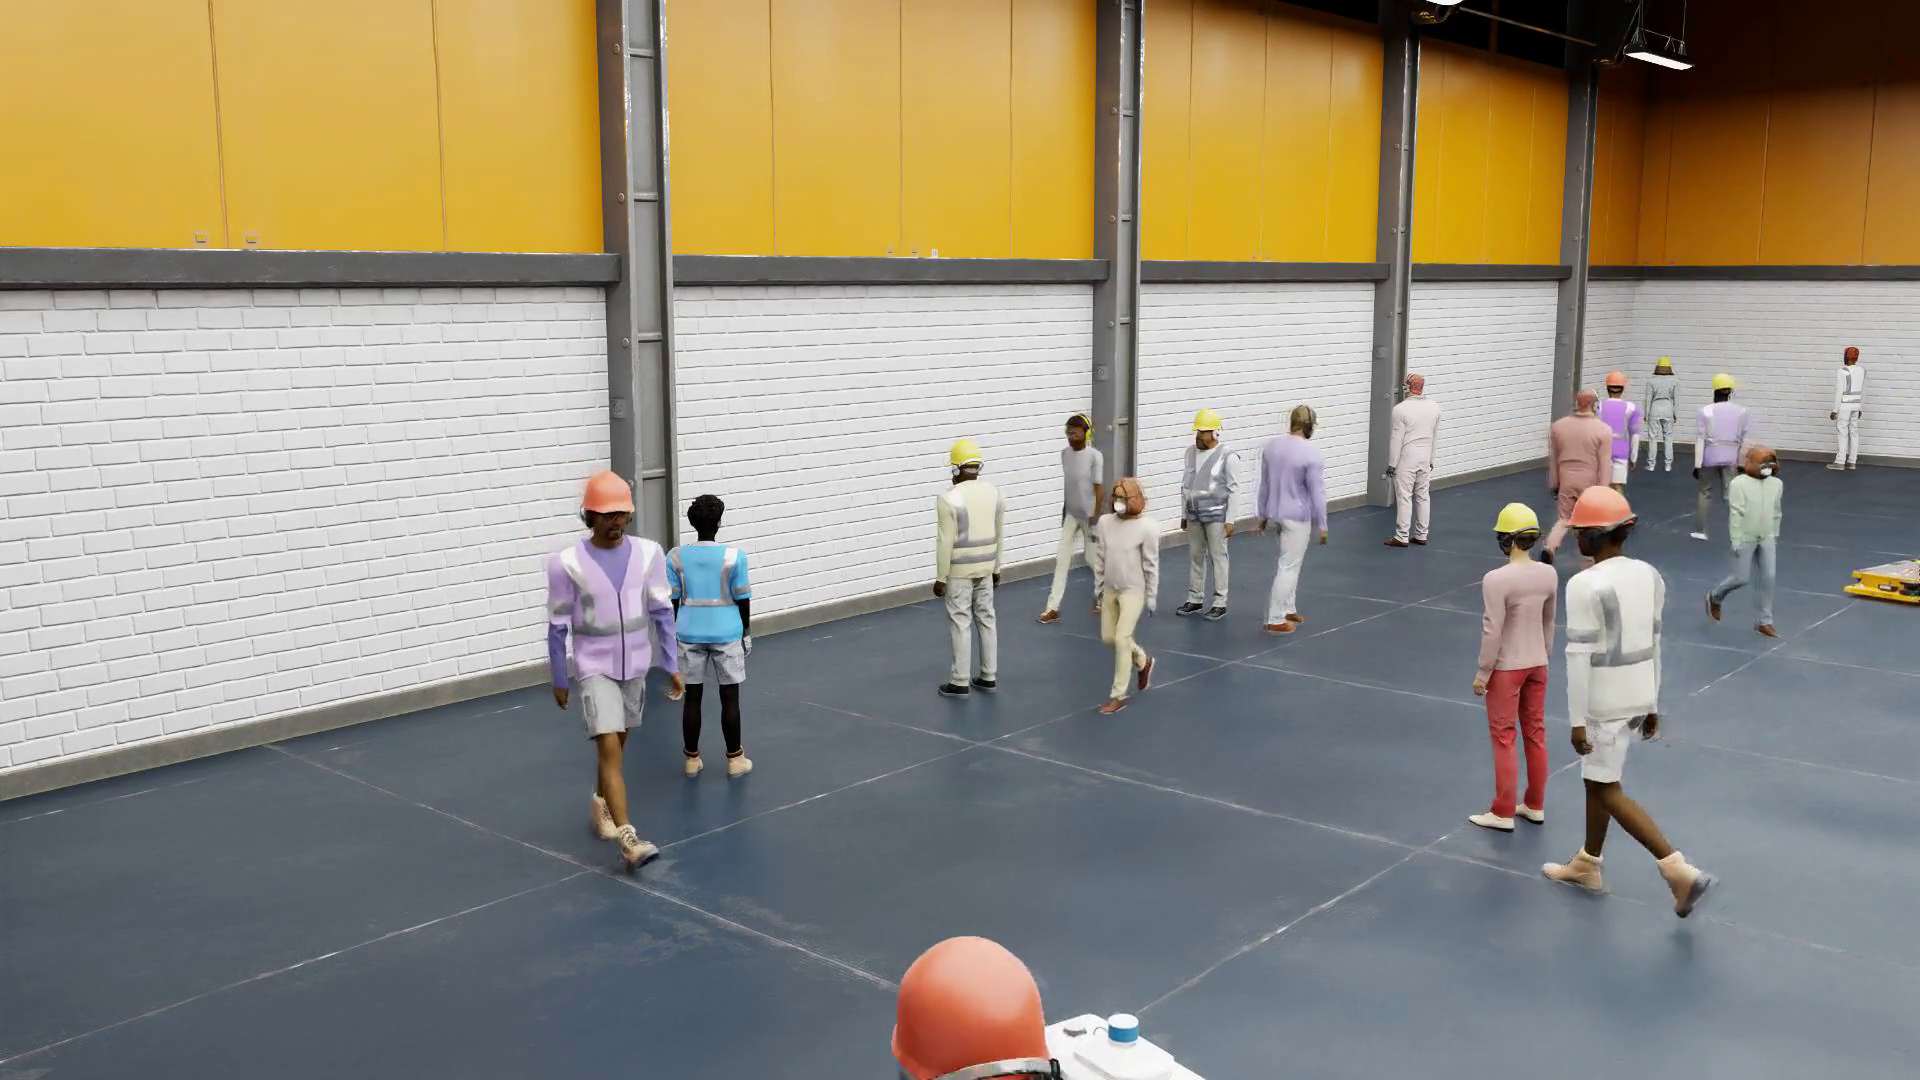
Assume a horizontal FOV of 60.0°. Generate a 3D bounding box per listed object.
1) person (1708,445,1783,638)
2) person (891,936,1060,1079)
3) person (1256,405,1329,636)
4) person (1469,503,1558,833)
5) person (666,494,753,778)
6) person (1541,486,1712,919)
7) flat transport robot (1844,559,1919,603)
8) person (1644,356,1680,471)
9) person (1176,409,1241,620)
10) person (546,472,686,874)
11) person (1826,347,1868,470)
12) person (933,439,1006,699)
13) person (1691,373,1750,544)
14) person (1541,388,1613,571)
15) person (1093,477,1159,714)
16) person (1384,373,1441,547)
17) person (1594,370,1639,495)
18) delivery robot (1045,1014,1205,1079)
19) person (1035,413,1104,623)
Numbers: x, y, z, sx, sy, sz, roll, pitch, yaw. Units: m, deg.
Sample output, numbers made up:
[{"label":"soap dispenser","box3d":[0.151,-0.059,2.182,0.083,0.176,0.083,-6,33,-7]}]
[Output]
[{"label":"person","box3d":[6.546,-0.016,13.836,0.507,1.600,0.584,-2,9,-10]},{"label":"person","box3d":[0.058,1.595,2.562,0.623,1.977,0.676,-4,10,-24]},{"label":"person","box3d":[2.806,-0.163,13.774,0.703,1.910,0.649,-6,11,-31]},{"label":"person","box3d":[2.967,0.680,8.950,0.533,1.767,0.327,-5,10,-29]},{"label":"person","box3d":[-1.477,0.574,9.841,0.532,1.694,0.319,1,9,7]},{"label":"person","box3d":[3.121,0.764,7.713,0.611,2.009,0.878,-6,11,-34]},{"label":"flat transport robot","box3d":[8.948,0.374,15.546,1.431,0.197,0.652,-7,11,-36]},{"label":"person","box3d":[10.691,-1.925,25.375,0.492,1.742,0.320,2,9,11]},{"label":"person","box3d":[2.137,-0.223,14.417,0.404,1.827,0.600,-8,12,-41]},{"label":"person","box3d":[-1.723,0.652,8.419,0.614,1.981,1.068,-6,11,-33]},{"label":"person","box3d":[13.595,-2.011,25.479,0.583,1.882,0.350,-3,10,-20]},{"label":"person","box3d":[0.049,0.200,11.753,0.600,1.829,0.404,-7,12,-39]},{"label":"person","box3d":[8.455,-0.893,18.440,0.594,1.903,0.828,0,9,1]},{"label":"person","box3d":[6.040,-0.543,16.263,0.741,1.884,0.650,-8,12,-40]},{"label":"person","box3d":[1.168,0.356,11.429,0.504,1.611,0.620,9,13,43]},{"label":"person","box3d":[4.944,-0.872,18.258,0.644,1.908,0.408,-5,10,-28]},{"label":"person","box3d":[7.440,-0.983,18.982,0.552,1.912,0.879,3,10,21]},{"label":"delivery robot","box3d":[0.529,1.796,5.436,0.477,0.478,0.707,-6,11,-33]},{"label":"person","box3d":[1.045,-0.200,14.411,0.940,1.812,0.571,-8,12,-43]}]
